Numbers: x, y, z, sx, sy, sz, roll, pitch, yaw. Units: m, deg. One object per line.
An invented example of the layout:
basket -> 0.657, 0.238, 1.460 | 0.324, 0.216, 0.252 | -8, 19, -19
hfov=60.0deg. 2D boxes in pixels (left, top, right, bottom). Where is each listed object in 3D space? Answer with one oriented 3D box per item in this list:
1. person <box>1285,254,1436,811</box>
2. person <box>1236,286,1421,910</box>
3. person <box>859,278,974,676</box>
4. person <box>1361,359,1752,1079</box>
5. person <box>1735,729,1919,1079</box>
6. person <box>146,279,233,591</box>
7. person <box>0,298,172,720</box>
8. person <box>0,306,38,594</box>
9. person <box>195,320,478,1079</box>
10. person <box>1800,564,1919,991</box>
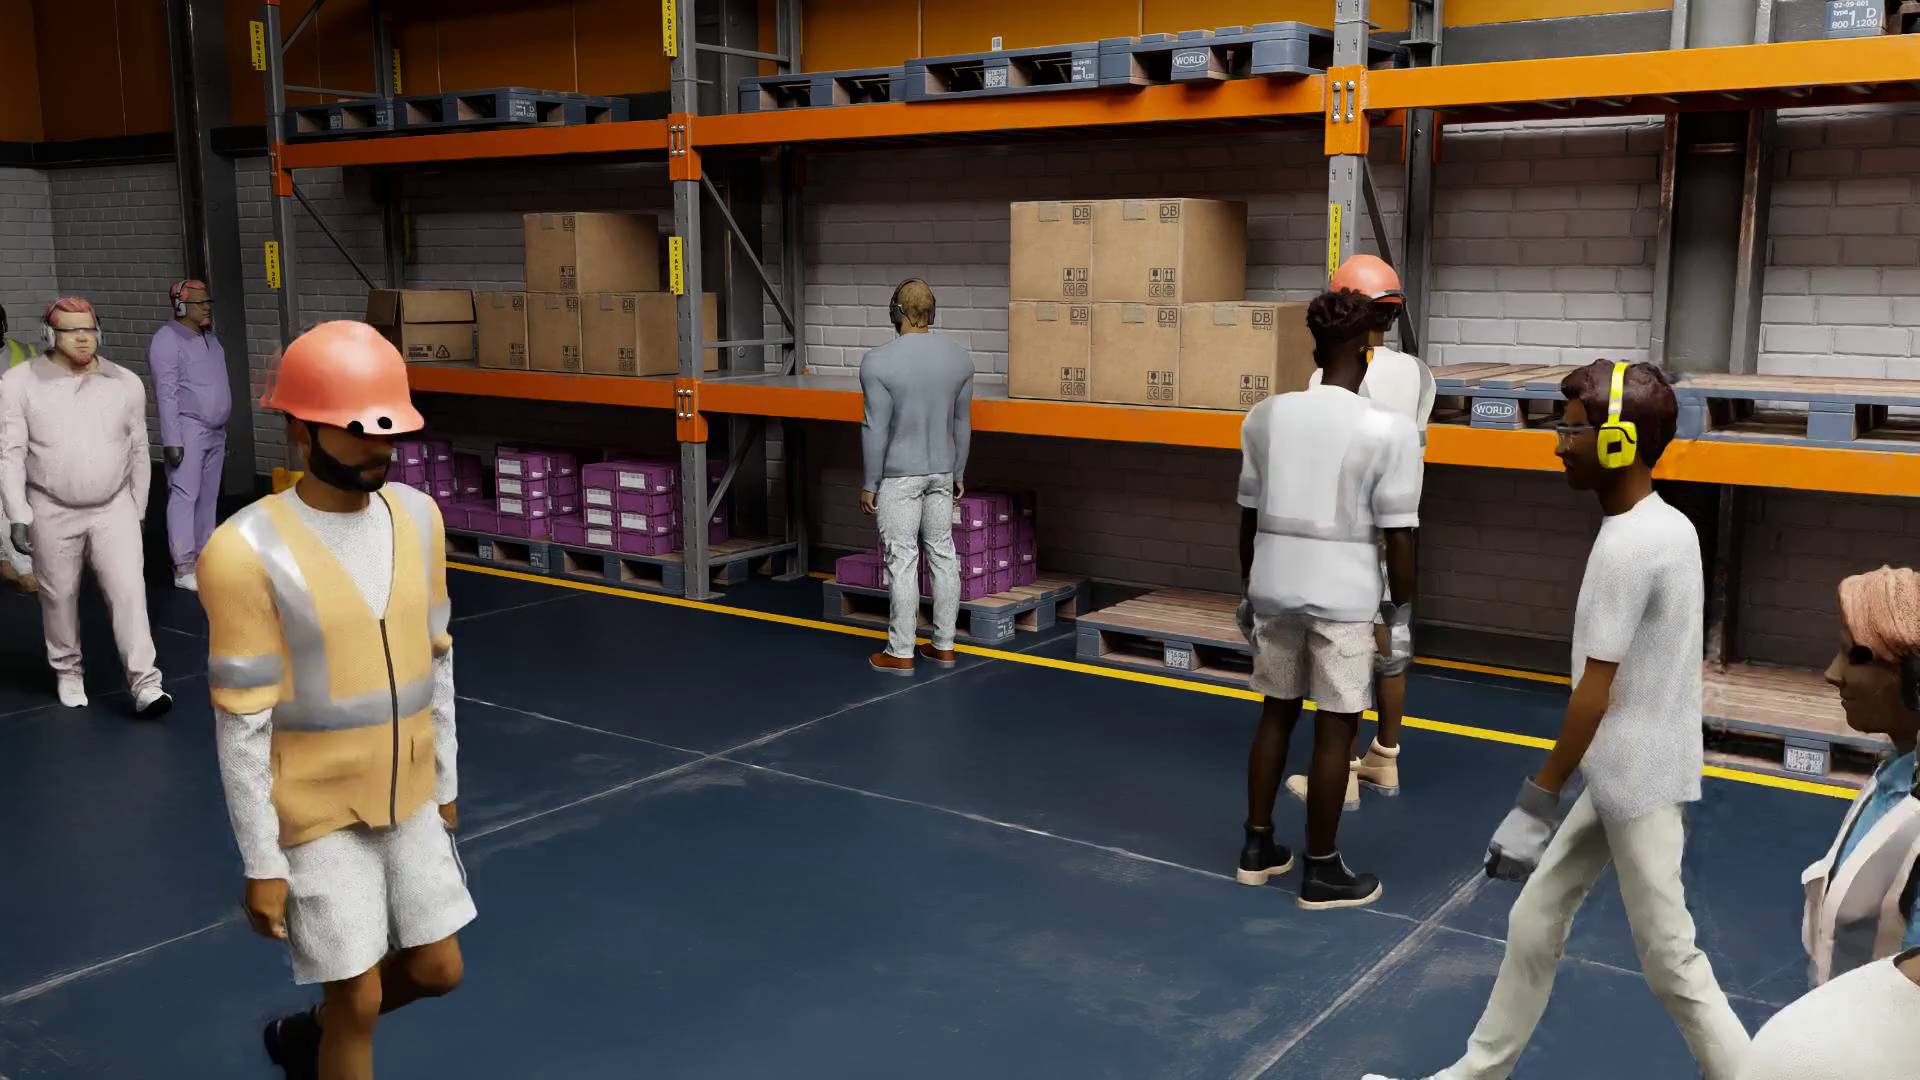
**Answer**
person -> 1.465, -0.024, 6.175 | 0.614, 2.043, 0.373 | -7, 12, -38
person -> 1.151, 0.182, 5.271 | 0.635, 1.946, 0.444 | 8, 13, 40
person -> -0.225, -0.304, 8.153 | 0.630, 1.940, 0.372 | -7, 12, -36
person -> 1.389, 0.532, 3.536 | 0.954, 1.821, 0.524 | 4, 10, 23
person -> 0.944, 0.935, 1.396 | 0.536, 1.736, 0.843 | -3, 10, -18
person -> -4.714, -0.650, 10.311 | 0.399, 1.909, 0.642 | 1, 10, 4
person -> -3.853, -0.120, 7.312 | 0.647, 1.856, 0.994 | -7, 12, -38
person -> -5.933, -0.593, 10.314 | 0.963, 1.797, 0.620 | 6, 11, 31
person -> -1.275, 0.515, 3.364 | 0.650, 1.909, 0.571 | 6, 11, 32
person -> 1.313, 0.843, 2.251 | 0.410, 1.624, 0.541 | 4, 10, 23
